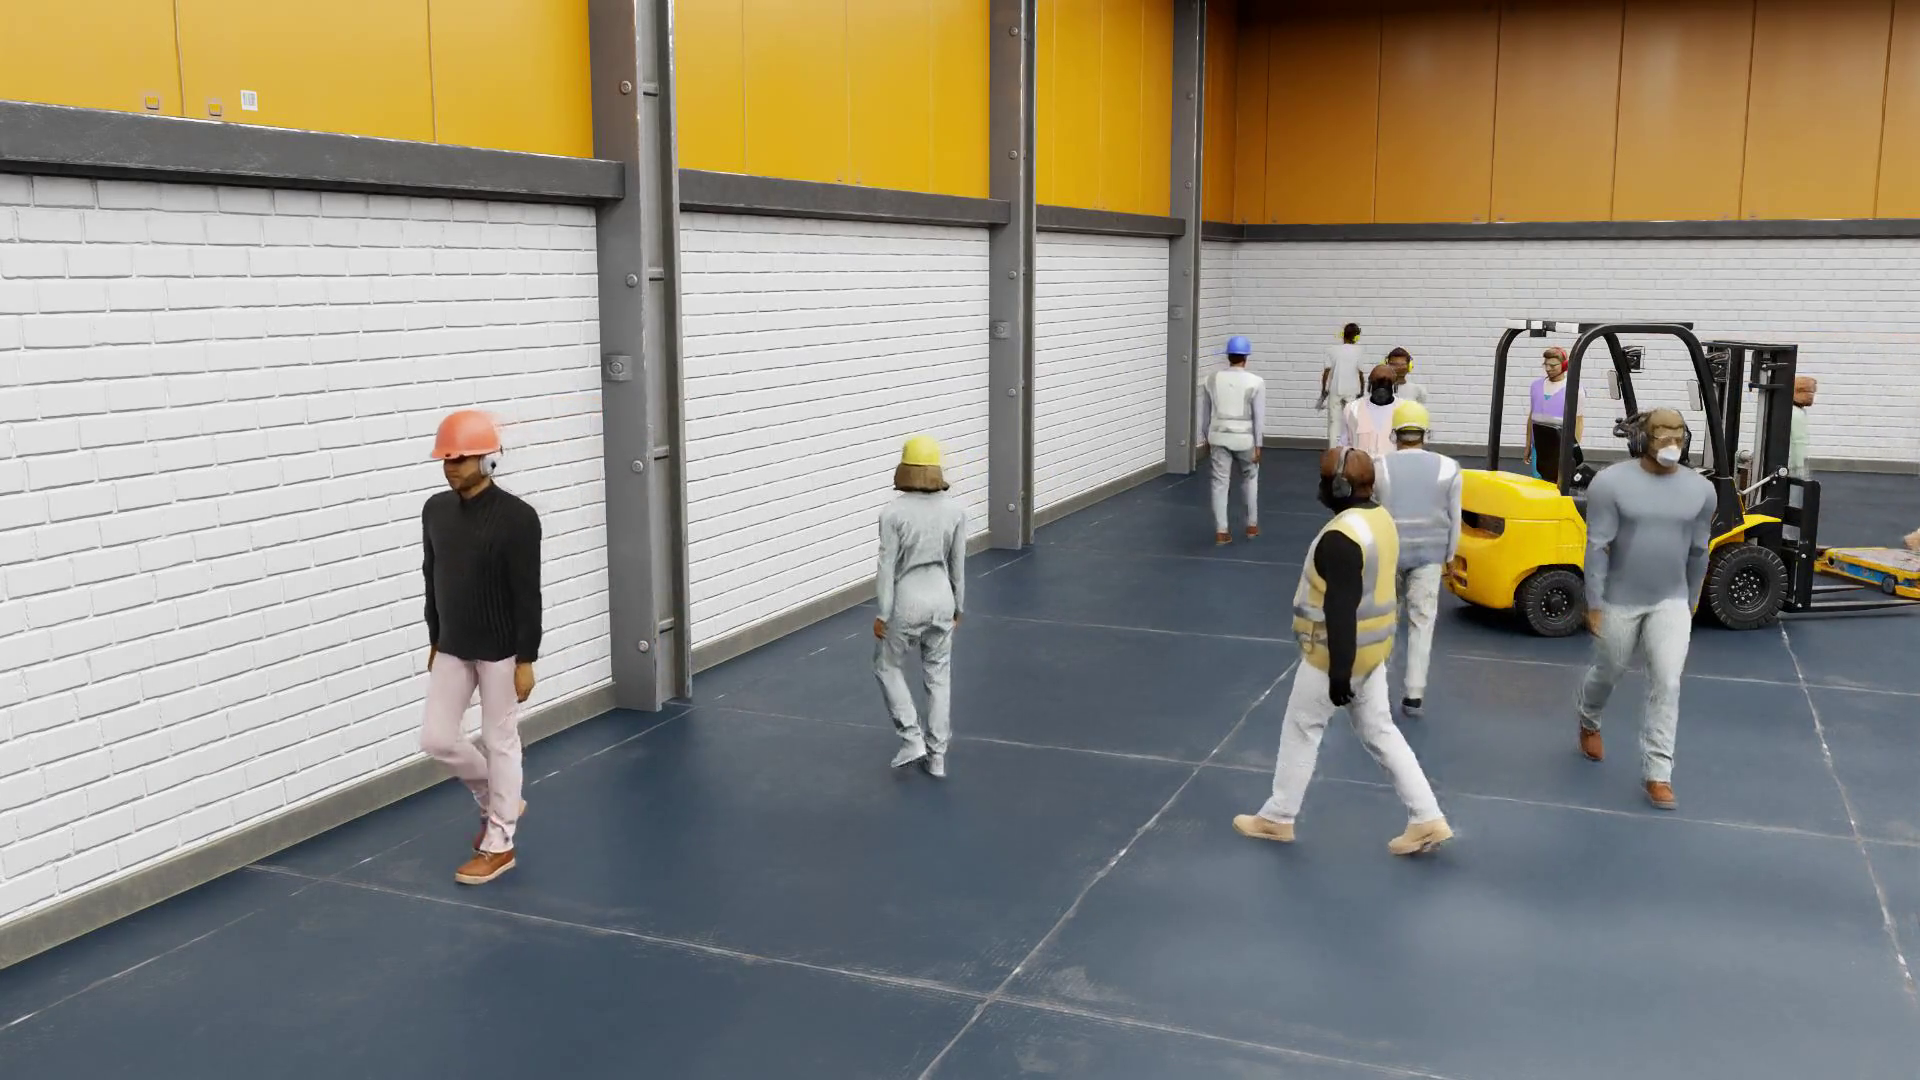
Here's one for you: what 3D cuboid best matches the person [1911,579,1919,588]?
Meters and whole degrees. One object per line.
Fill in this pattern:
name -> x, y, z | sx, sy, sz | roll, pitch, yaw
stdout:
person -> 7.592, -0.473, 12.599 | 0.636, 1.941, 0.430 | -8, 12, -41

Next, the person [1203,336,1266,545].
person -> 2.567, -0.932, 15.475 | 0.609, 1.917, 0.849 | 4, 10, 21

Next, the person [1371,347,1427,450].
person -> 3.783, -0.734, 14.458 | 0.585, 1.863, 0.328 | 5, 11, 28

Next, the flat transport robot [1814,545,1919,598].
flat transport robot -> 7.515, 0.243, 13.317 | 0.652, 0.197, 1.431 | -1, 9, -8

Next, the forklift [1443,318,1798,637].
forklift -> 4.706, -0.497, 11.990 | 2.313, 2.155, 1.214 | -2, 10, -10

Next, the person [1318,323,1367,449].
person -> 4.855, -1.800, 20.971 | 0.619, 1.845, 0.359 | 1, 9, 9

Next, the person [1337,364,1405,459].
person -> 3.117, -0.393, 12.431 | 0.627, 1.843, 0.429 | 3, 10, 18

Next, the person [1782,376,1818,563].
person -> 7.214, -0.613, 14.421 | 0.293, 1.621, 0.512 | 5, 11, 28

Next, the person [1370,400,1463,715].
person -> 2.625, 0.074, 9.750 | 0.590, 1.781, 0.935 | 2, 10, 10

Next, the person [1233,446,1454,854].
person -> 1.721, 0.484, 7.250 | 0.950, 1.802, 0.639 | 6, 11, 32

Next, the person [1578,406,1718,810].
person -> 3.345, 0.279, 8.177 | 0.628, 1.912, 0.940 | 1, 9, 7

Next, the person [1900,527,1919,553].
person -> 8.227, -0.697, 13.695 | 0.622, 2.027, 0.539 | -8, 12, -39

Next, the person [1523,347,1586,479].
person -> 5.351, -0.818, 15.003 | 0.390, 1.840, 0.565 | -6, 11, -34

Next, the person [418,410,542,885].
person -> -2.001, 0.446, 6.912 | 0.643, 1.980, 0.431 | 4, 10, 24

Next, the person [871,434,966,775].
person -> -0.219, 0.334, 8.355 | 0.518, 1.731, 0.369 | -5, 11, -29
